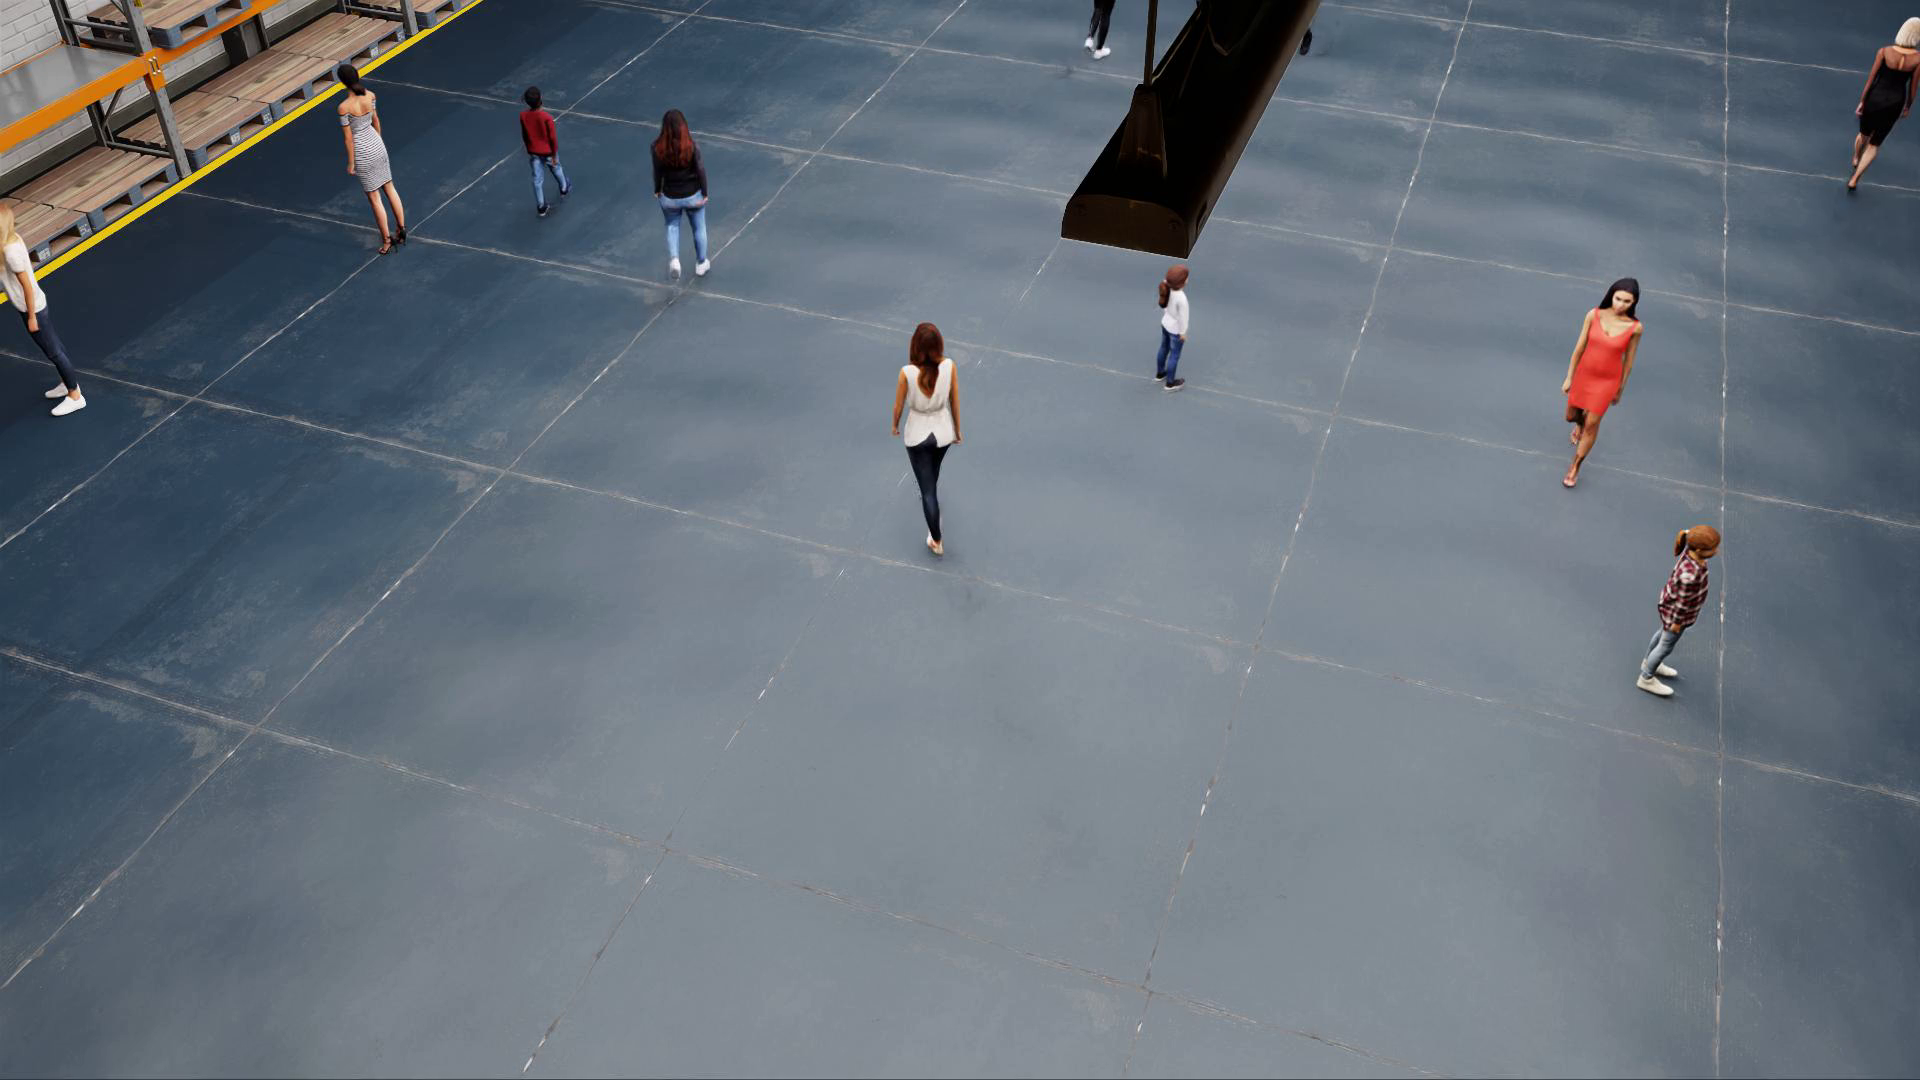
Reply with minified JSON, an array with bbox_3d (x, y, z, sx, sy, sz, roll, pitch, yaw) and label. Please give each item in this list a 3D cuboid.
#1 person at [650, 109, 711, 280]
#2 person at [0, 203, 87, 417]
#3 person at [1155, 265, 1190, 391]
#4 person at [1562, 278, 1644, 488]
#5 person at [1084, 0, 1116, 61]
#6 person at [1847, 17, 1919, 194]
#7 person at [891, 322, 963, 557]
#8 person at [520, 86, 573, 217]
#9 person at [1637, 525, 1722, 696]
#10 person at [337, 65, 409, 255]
[{"bbox_3d":[-2.504,-3.041,14.846,0.803,1.621,0.915,2,39,3],"label":"person"},{"bbox_3d":[-7.352,-1.848,13.202,0.695,1.809,0.660,-21,43,-24],"label":"person"},{"bbox_3d":[1.750,-1.768,13.661,0.588,1.110,0.527,-15,41,-18],"label":"person"},{"bbox_3d":[4.806,-1.241,12.524,0.696,1.706,0.944,20,43,23],"label":"person"},{"bbox_3d":[1.574,-6.250,18.775,0.692,1.732,0.768,24,45,27],"label":"person"},{"bbox_3d":[8.978,-4.180,16.205,0.744,1.704,1.054,21,43,24],"label":"person"},{"bbox_3d":[-0.201,-0.668,11.782,1.047,1.737,1.196,-10,40,-13],"label":"person"},{"bbox_3d":[-4.044,-3.719,16.012,0.664,1.225,0.894,2,39,3],"label":"person"},{"bbox_3d":[4.638,0.427,10.758,0.601,1.303,0.458,16,41,19],"label":"person"},{"bbox_3d":[-5.396,-3.493,15.250,0.682,1.824,0.512,19,42,22],"label":"person"}]
